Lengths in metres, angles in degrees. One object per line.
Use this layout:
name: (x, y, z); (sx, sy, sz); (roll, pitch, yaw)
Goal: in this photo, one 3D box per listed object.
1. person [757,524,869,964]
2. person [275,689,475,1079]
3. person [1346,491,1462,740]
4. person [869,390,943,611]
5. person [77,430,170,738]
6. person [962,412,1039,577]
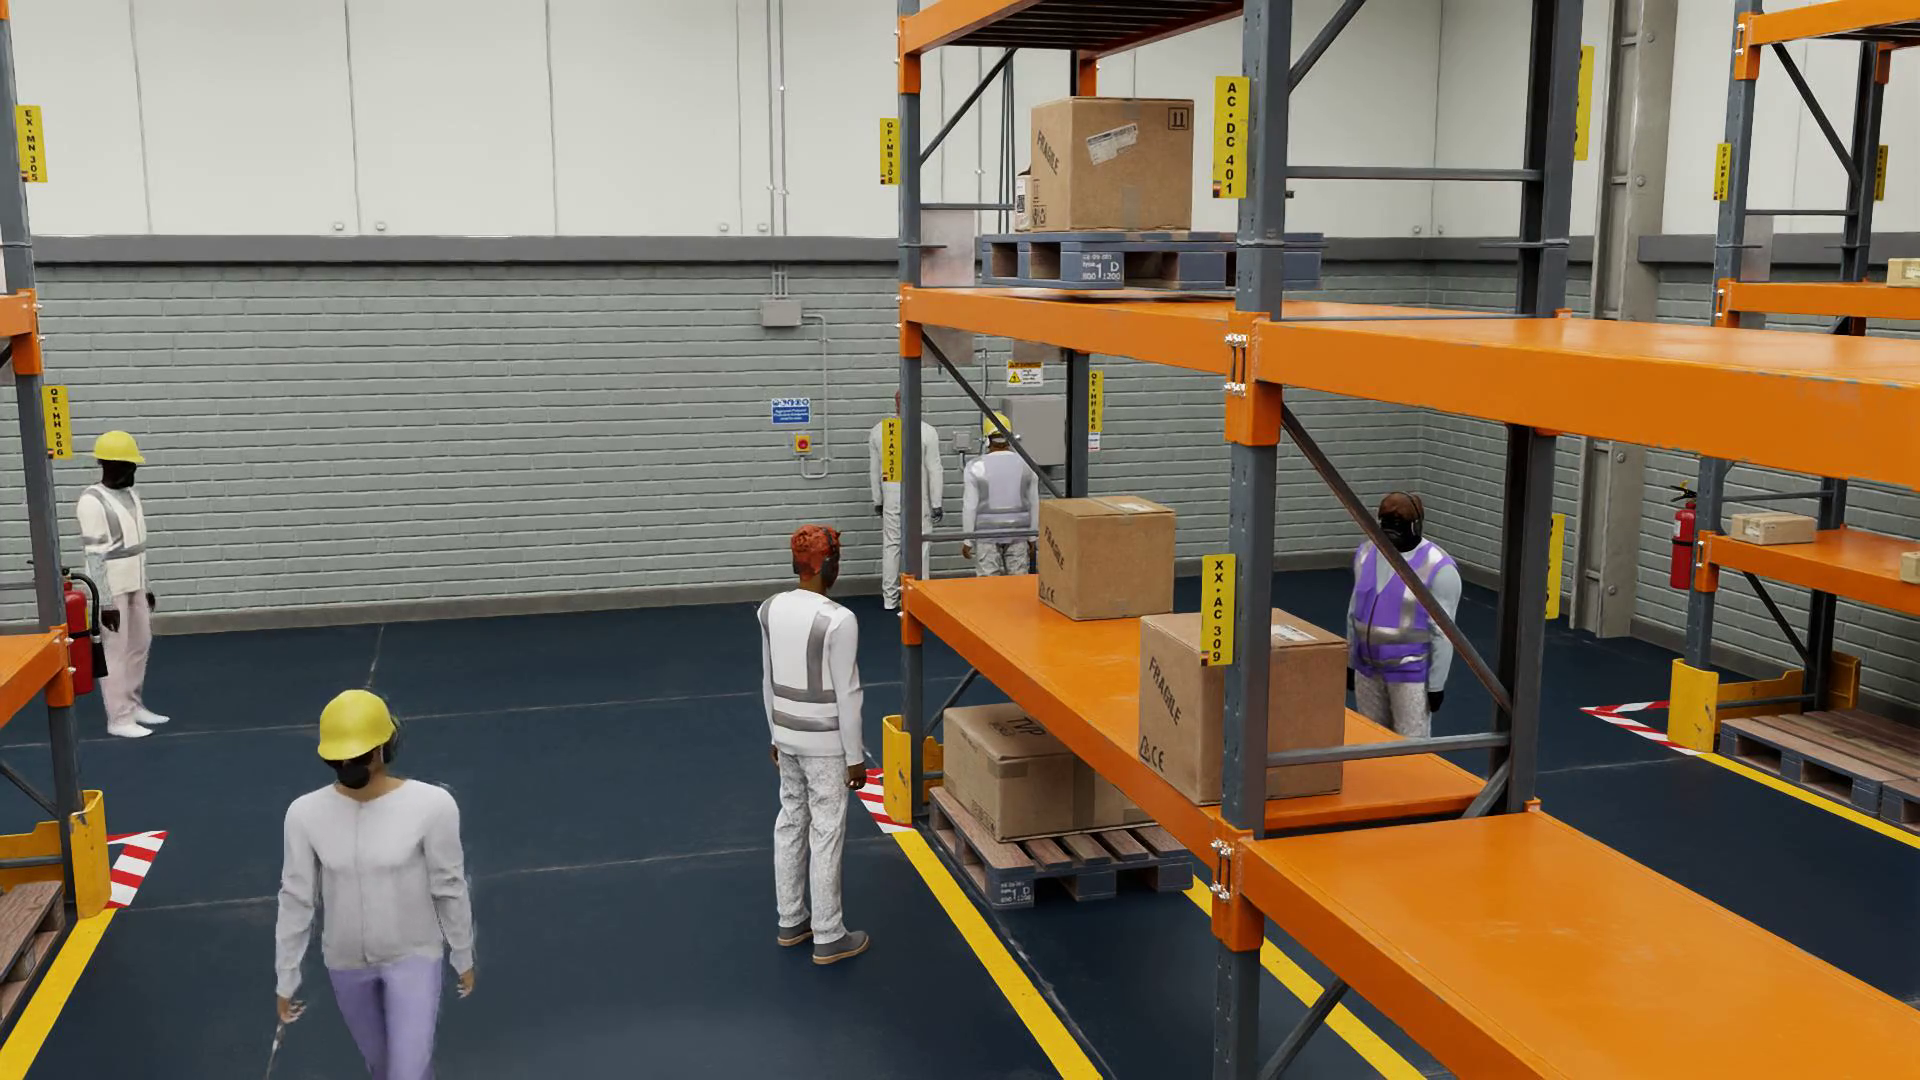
person: (-0.622, 0.864, 7.118); (0.575, 1.880, 0.358); (10, 14, 43)
person: (-1.780, 1.305, 4.989); (0.552, 1.724, 0.844); (0, 10, 0)
person: (2.201, 0.659, 8.415); (0.430, 1.837, 0.626); (-7, 12, -35)
person: (-0.425, -0.337, 13.871); (0.651, 1.907, 0.409); (4, 11, 24)
person: (-5.210, 0.271, 10.368); (0.390, 1.924, 0.613); (0, 10, 1)
person: (0.298, -0.036, 12.388); (0.586, 1.827, 0.403); (-2, 10, -12)
